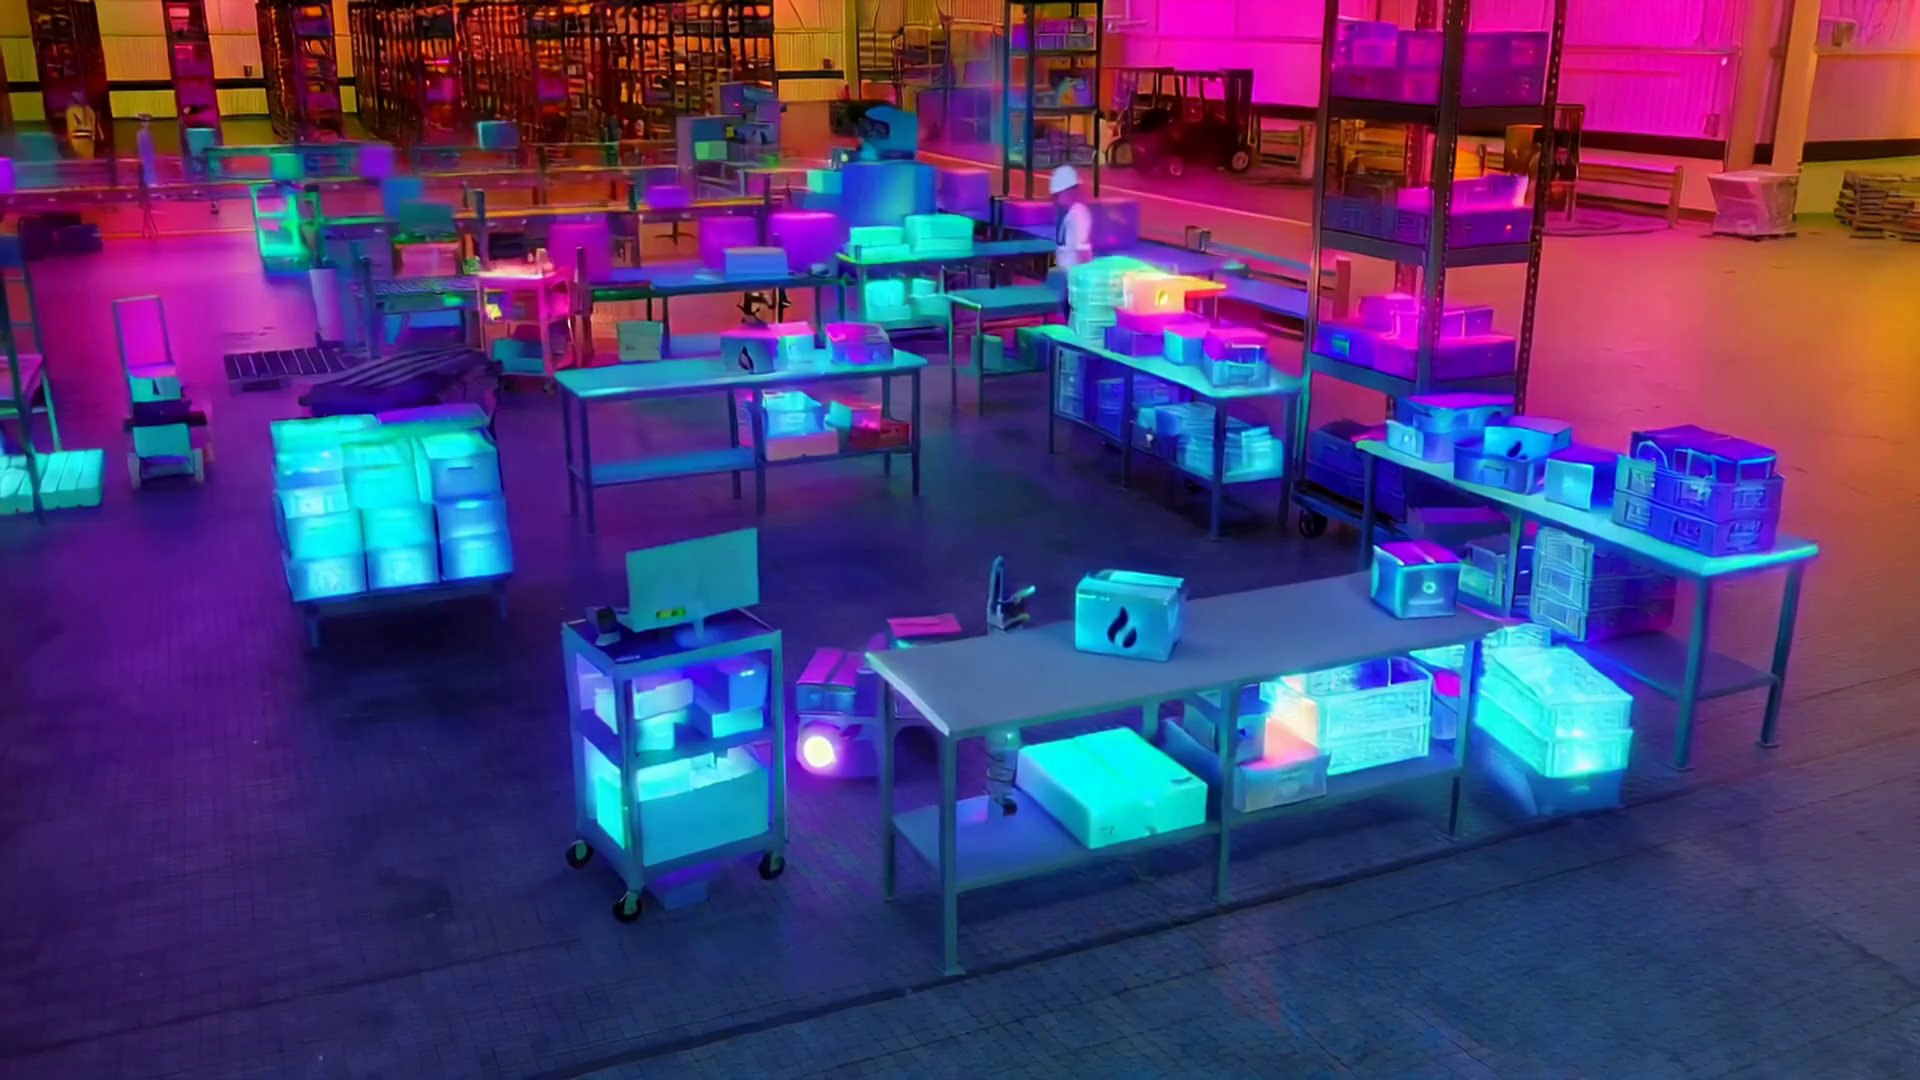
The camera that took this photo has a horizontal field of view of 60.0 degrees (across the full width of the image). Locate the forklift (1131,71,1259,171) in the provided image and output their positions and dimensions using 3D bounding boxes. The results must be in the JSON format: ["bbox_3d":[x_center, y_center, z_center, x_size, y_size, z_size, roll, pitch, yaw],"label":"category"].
[{"bbox_3d":[4.998,-8.936,35.413,2.680,1.987,1.157,-9,20,-25],"label":"forklift"}]

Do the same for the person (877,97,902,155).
[{"bbox_3d":[-1.281,-7.277,30.928,0.654,1.851,1.002,-9,20,-25],"label":"person"}]

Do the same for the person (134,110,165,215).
[{"bbox_3d":[-13.932,-6.476,28.545,0.327,1.767,0.533,-12,21,-34],"label":"person"}]

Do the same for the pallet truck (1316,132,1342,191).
[{"bbox_3d":[7.723,-7.504,32.656,1.601,1.201,0.680,-8,19,-23],"label":"pallet truck"}]

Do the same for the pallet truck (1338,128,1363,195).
[{"bbox_3d":[7.845,-7.140,31.411,1.522,1.261,0.704,-9,20,-25],"label":"pallet truck"}]

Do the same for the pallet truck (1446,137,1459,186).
[{"bbox_3d":[9.184,-6.485,29.328,1.630,1.274,0.653,-8,19,-23],"label":"pallet truck"}]

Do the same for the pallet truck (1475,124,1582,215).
[{"bbox_3d":[9.707,-6.455,28.103,1.885,1.965,0.823,-7,19,-20],"label":"pallet truck"}]

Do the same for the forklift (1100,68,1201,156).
[{"bbox_3d":[4.082,-9.564,37.410,2.680,1.987,1.157,-8,19,-23],"label":"forklift"}]

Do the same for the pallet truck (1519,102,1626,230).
[{"bbox_3d":[9.972,-6.037,26.785,1.885,1.965,0.823,-9,20,-25],"label":"pallet truck"}]

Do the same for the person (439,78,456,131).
[{"bbox_3d":[-13.924,-11.595,44.582,0.854,1.812,0.596,-2,18,-6],"label":"person"}]

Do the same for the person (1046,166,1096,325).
[{"bbox_3d":[1.132,-2.596,15.974,1.010,1.994,0.637,-8,19,-25],"label":"person"}]

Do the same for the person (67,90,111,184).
[{"bbox_3d":[-17.054,-7.839,32.599,0.949,1.903,0.627,6,19,19],"label":"person"}]
